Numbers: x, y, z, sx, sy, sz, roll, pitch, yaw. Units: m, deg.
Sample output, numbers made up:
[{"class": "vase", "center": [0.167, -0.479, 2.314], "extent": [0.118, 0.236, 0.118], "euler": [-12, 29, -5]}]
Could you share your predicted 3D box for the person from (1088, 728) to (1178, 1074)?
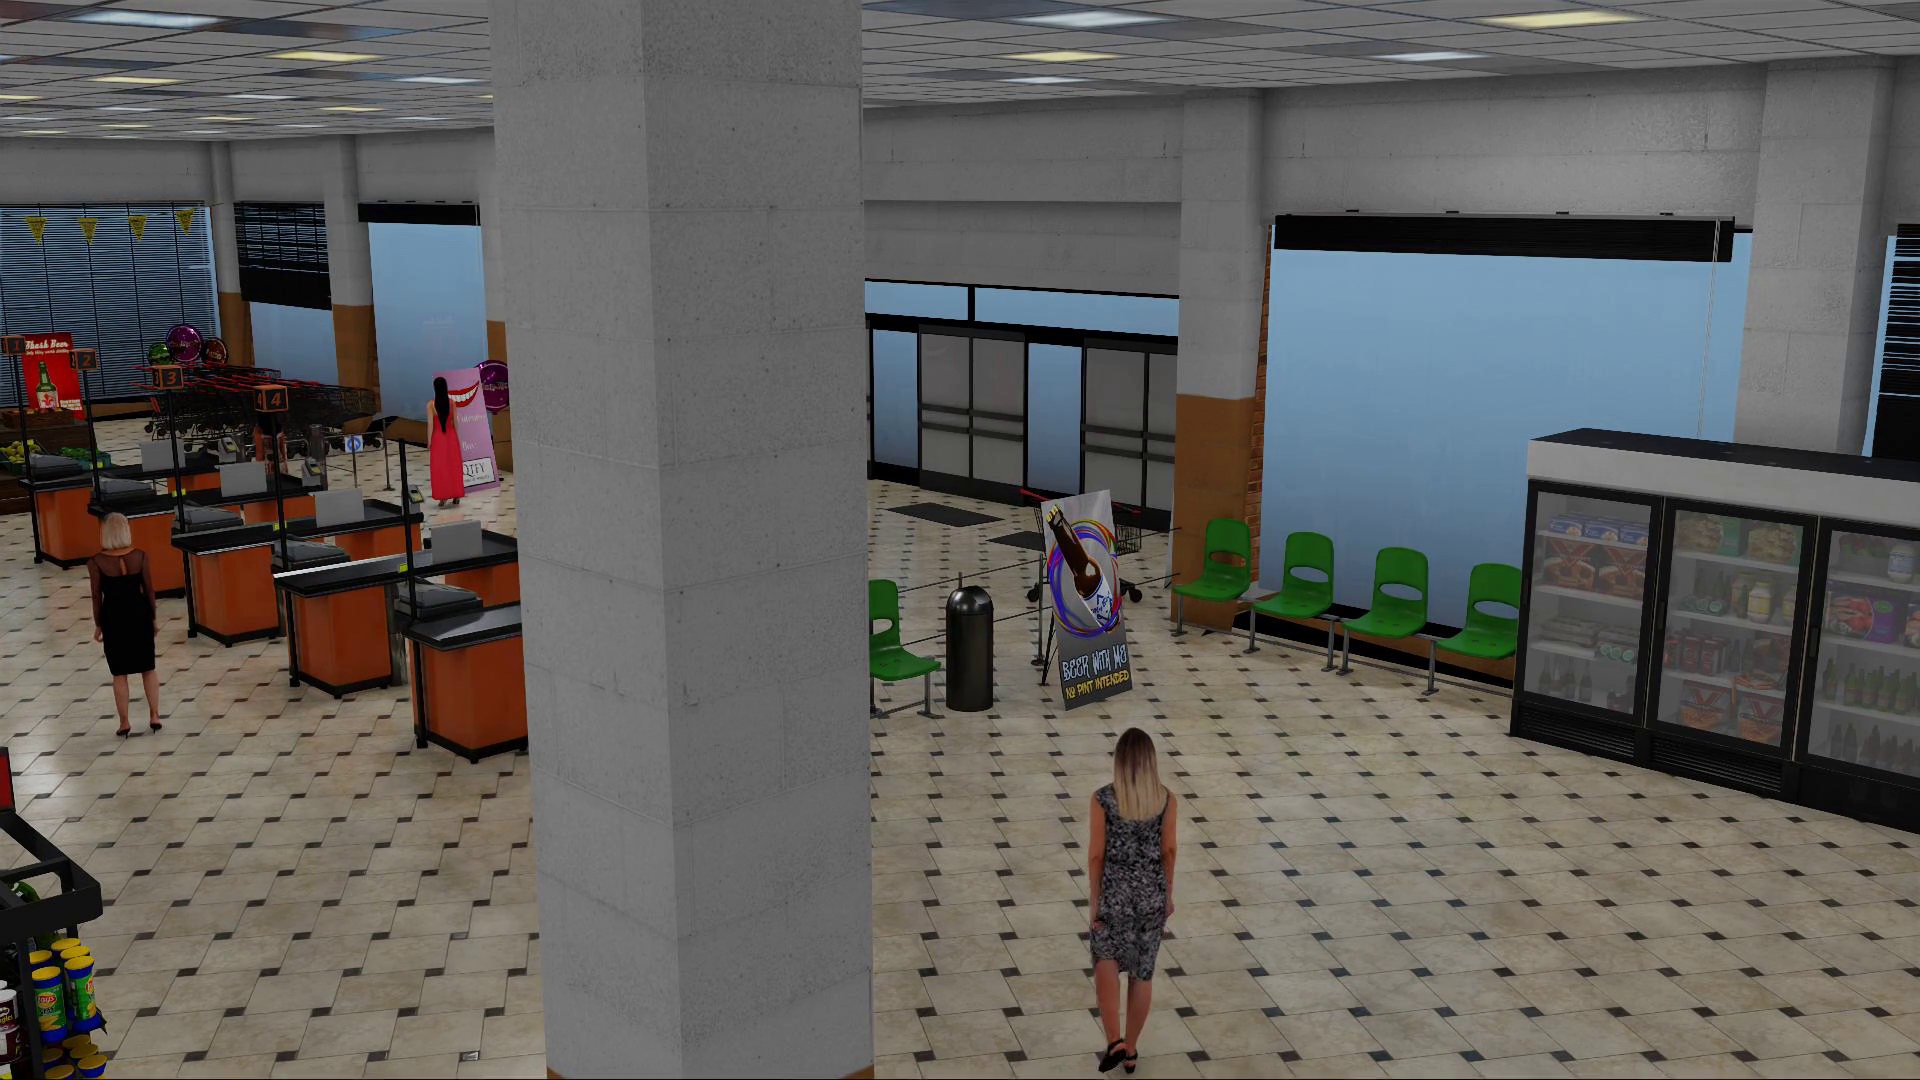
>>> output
[{"class": "person", "center": [0.799, 1.721, 7.682], "extent": [0.799, 1.689, 0.861], "euler": [0, 12, 0]}]

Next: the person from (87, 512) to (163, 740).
[{"class": "person", "center": [-6.348, 0.642, 12.665], "extent": [0.513, 1.748, 0.696], "euler": [-8, 14, -33]}]

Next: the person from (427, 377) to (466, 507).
[{"class": "person", "center": [-6.792, -1.294, 21.909], "extent": [0.525, 1.727, 0.687], "euler": [-10, 15, -39]}]
